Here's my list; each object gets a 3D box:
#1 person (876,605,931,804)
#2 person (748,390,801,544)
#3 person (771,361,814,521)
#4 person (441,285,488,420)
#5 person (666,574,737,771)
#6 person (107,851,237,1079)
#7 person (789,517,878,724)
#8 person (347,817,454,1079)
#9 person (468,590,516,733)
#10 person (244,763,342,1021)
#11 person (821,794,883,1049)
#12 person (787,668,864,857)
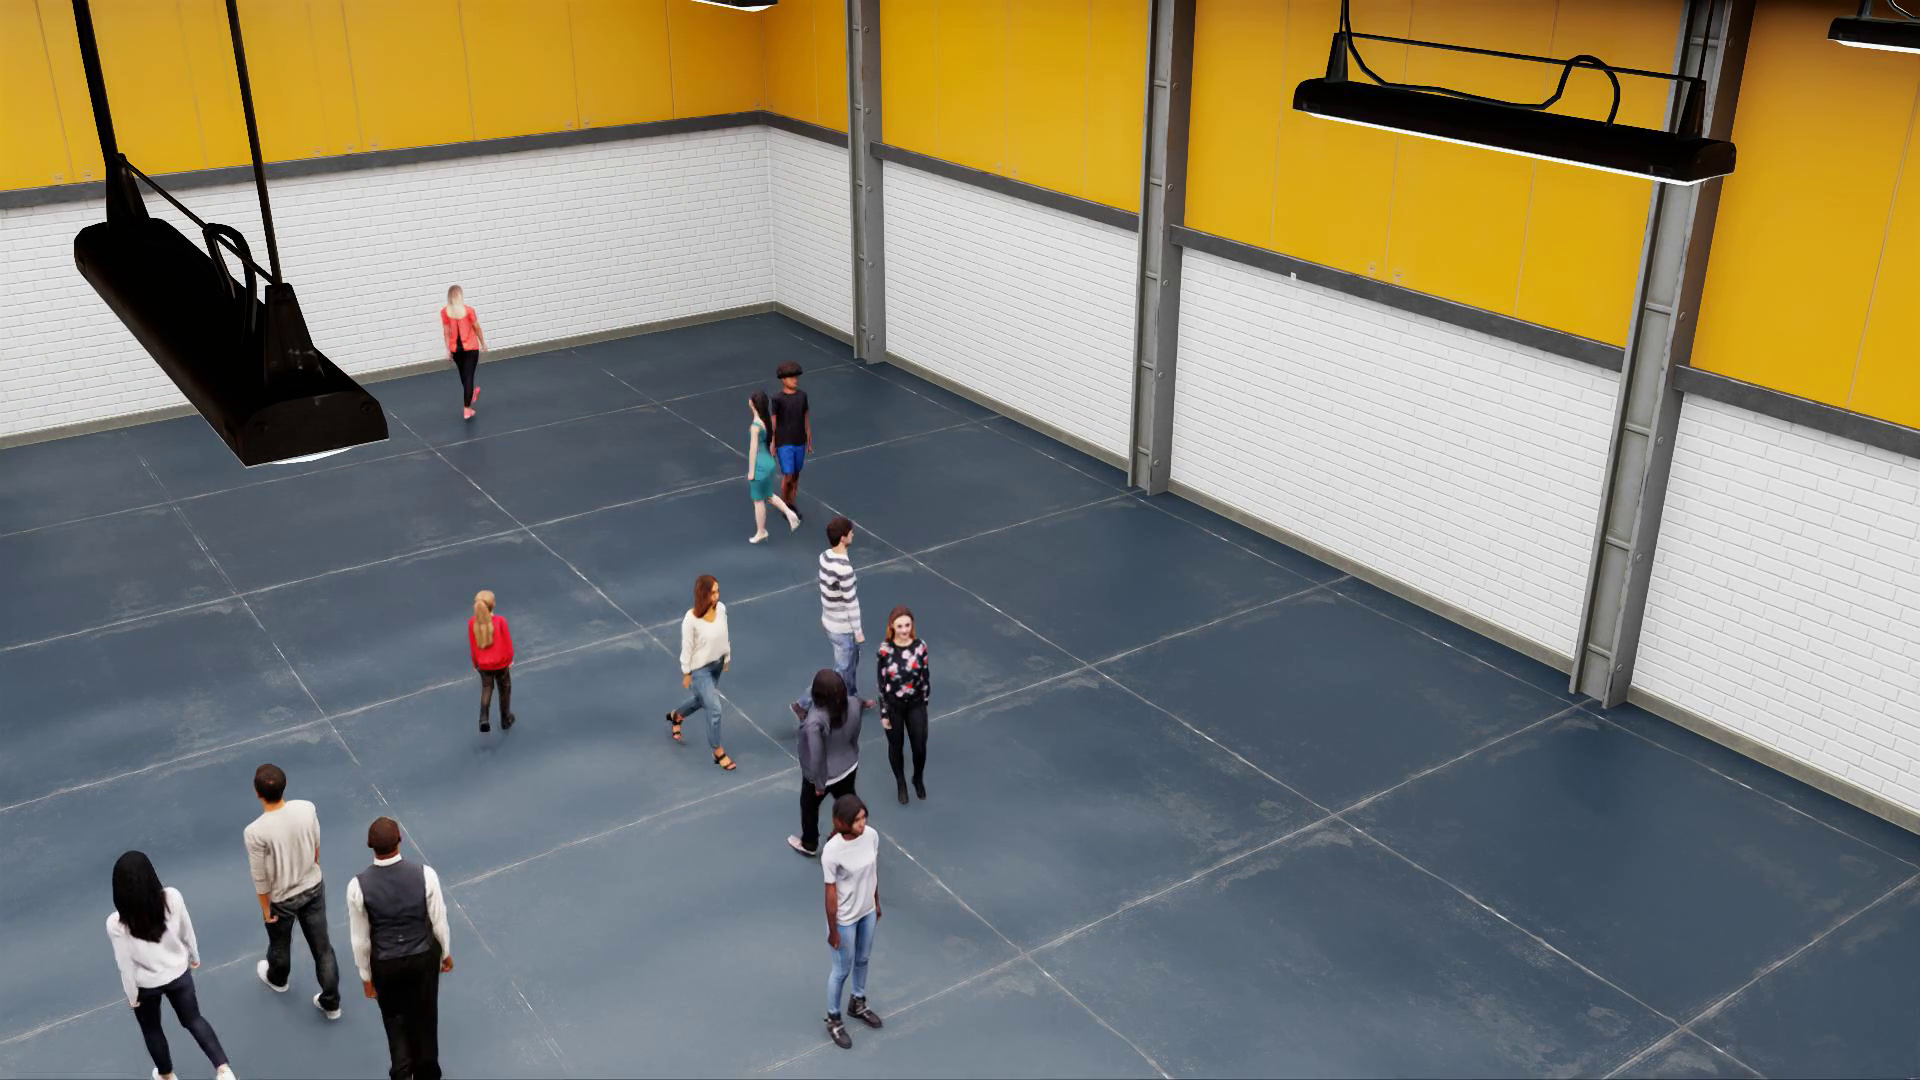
[{"bbox_3d":[-0.459,1.231,12.821,0.660,1.676,0.679,-4,24,-9],"label":"person"},{"bbox_3d":[-1.975,-0.736,17.325,0.895,1.673,0.833,3,24,7],"label":"person"},{"bbox_3d":[-1.884,-1.090,17.992,0.597,1.787,0.581,-15,28,-31],"label":"person"},{"bbox_3d":[-6.303,-2.346,21.045,1.059,1.642,1.188,2,24,4],"label":"person"},{"bbox_3d":[-2.118,1.018,13.348,1.121,1.643,0.848,17,29,34],"label":"person"},{"bbox_3d":[-4.619,2.587,9.709,1.031,1.684,0.780,17,29,34],"label":"person"},{"bbox_3d":[-1.074,0.721,13.800,0.860,1.825,1.057,-10,25,-21],"label":"person"},{"bbox_3d":[-3.212,2.499,9.631,0.804,1.907,0.828,-6,24,-14],"label":"person"},{"bbox_3d":[-3.881,1.033,13.775,0.699,1.274,0.781,1,24,3],"label":"person"},{"bbox_3d":[-4.114,2.227,10.408,1.037,1.784,0.781,20,31,38],"label":"person"},{"bbox_3d":[-0.669,2.318,10.280,0.580,1.720,0.629,20,31,38],"label":"person"},{"bbox_3d":[-0.876,1.674,11.935,0.885,1.573,0.769,21,31,40],"label":"person"}]
